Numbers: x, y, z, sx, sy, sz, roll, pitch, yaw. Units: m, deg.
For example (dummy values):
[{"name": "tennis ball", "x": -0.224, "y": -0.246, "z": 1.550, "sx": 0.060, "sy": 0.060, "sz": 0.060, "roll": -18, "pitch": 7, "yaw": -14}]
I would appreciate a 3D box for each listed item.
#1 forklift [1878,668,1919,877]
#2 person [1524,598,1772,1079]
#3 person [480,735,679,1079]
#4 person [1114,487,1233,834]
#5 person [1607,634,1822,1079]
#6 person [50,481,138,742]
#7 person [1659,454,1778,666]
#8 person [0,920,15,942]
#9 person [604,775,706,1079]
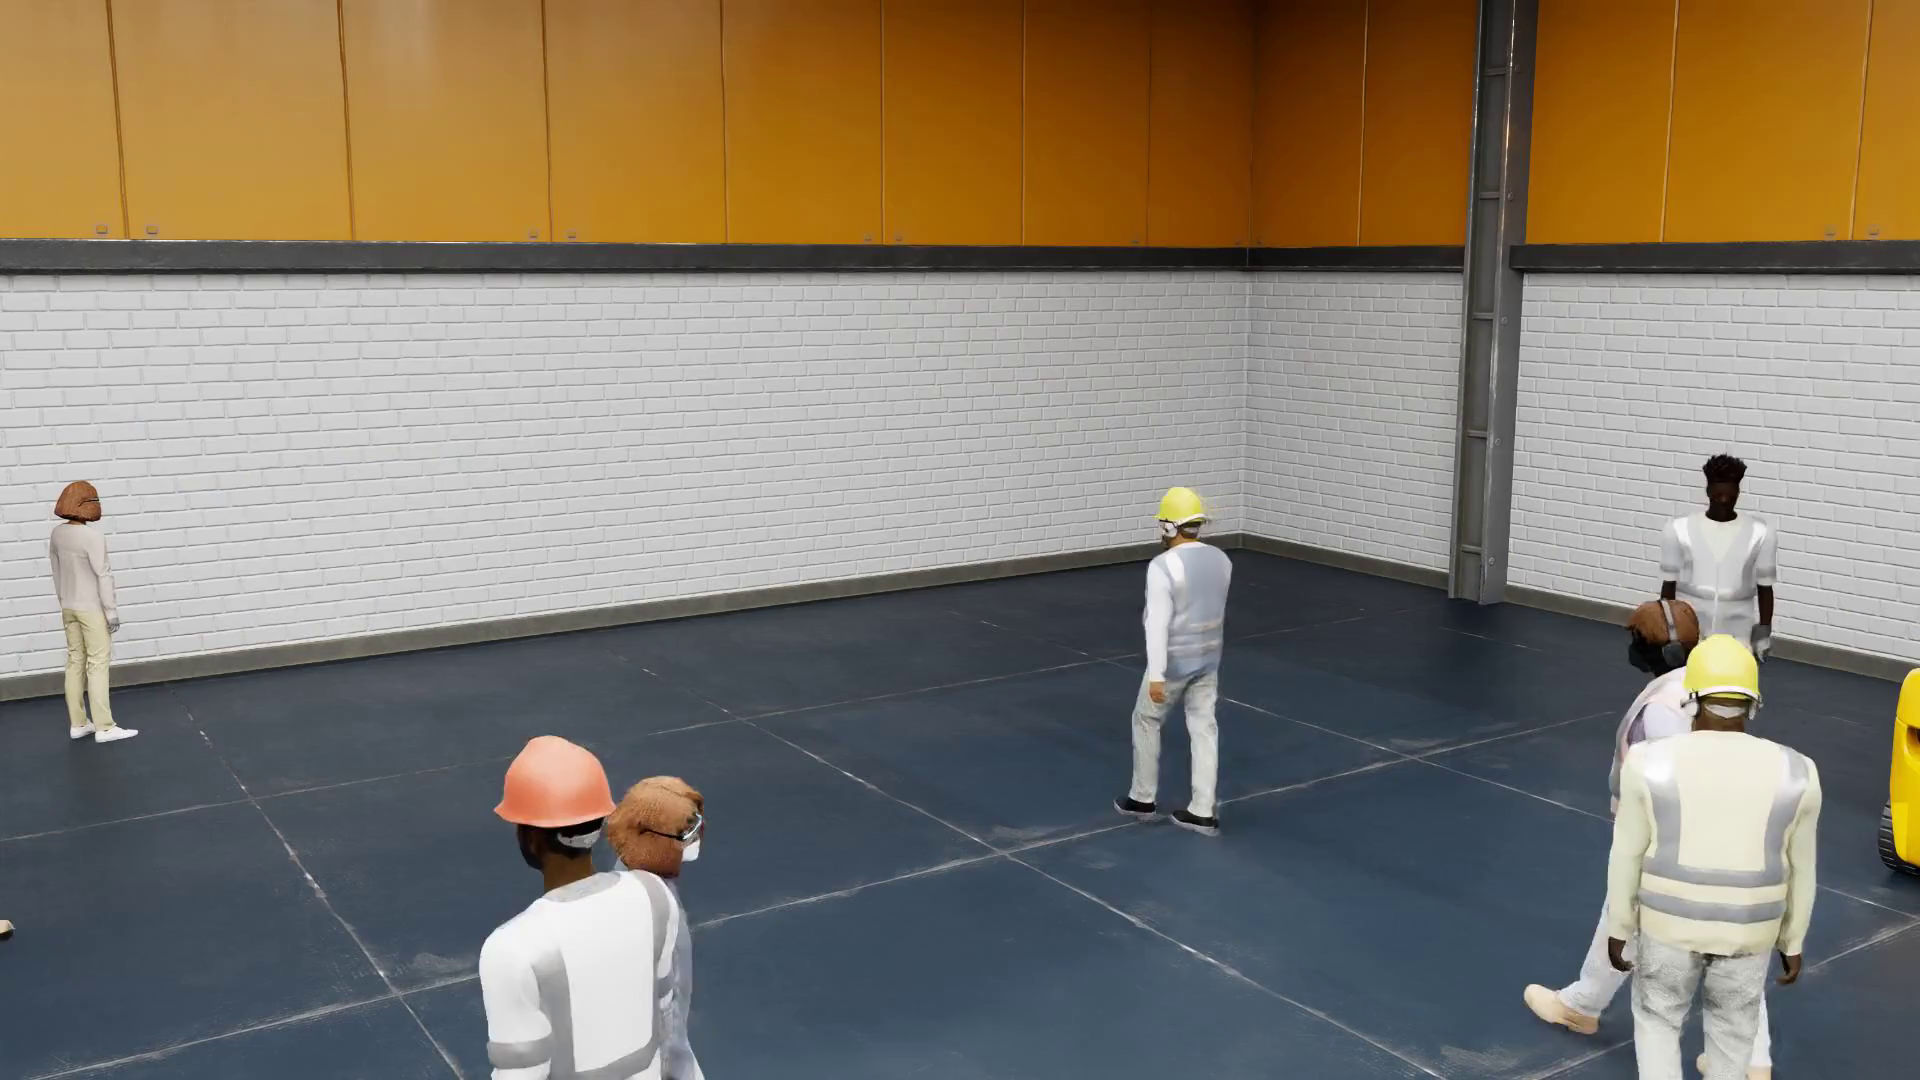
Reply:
[{"name": "forklift", "x": 5.511, "y": 0.571, "z": 7.906, "sx": 2.313, "sy": 2.155, "sz": 1.214, "roll": -6, "pitch": 11, "yaw": -33}, {"name": "person", "x": 2.589, "y": 1.084, "z": 6.094, "sx": 0.641, "sy": 1.784, "sz": 0.972, "roll": -8, "pitch": 12, "yaw": -39}, {"name": "person", "x": -0.847, "y": 1.393, "z": 3.890, "sx": 0.956, "sy": 1.902, "sz": 0.561, "roll": 8, "pitch": 12, "yaw": 39}, {"name": "person", "x": 1.112, "y": 0.616, "z": 8.793, "sx": 0.614, "sy": 1.802, "sz": 0.739, "roll": -7, "pitch": 12, "yaw": -36}, {"name": "person", "x": 2.347, "y": 1.211, "z": 5.209, "sx": 0.607, "sy": 1.821, "sz": 0.565, "roll": 2, "pitch": 10, "yaw": 15}, {"name": "person", "x": -5.424, "y": 0.445, "z": 10.354, "sx": 0.500, "sy": 1.633, "sz": 0.280, "roll": 5, "pitch": 11, "yaw": 27}, {"name": "person", "x": 4.218, "y": 0.464, "z": 9.316, "sx": 0.601, "sy": 1.944, "sz": 0.620, "roll": 4, "pitch": 10, "yaw": 21}, {"name": "person", "x": -4.649, "y": 0.802, "z": 6.973, "sx": 1.097, "sy": 2.000, "sz": 0.686, "roll": 2, "pitch": 10, "yaw": 10}, {"name": "person", "x": -0.821, "y": 1.414, "z": 4.596, "sx": 0.340, "sy": 1.610, "sz": 0.551, "roll": -2, "pitch": 10, "yaw": -14}]
